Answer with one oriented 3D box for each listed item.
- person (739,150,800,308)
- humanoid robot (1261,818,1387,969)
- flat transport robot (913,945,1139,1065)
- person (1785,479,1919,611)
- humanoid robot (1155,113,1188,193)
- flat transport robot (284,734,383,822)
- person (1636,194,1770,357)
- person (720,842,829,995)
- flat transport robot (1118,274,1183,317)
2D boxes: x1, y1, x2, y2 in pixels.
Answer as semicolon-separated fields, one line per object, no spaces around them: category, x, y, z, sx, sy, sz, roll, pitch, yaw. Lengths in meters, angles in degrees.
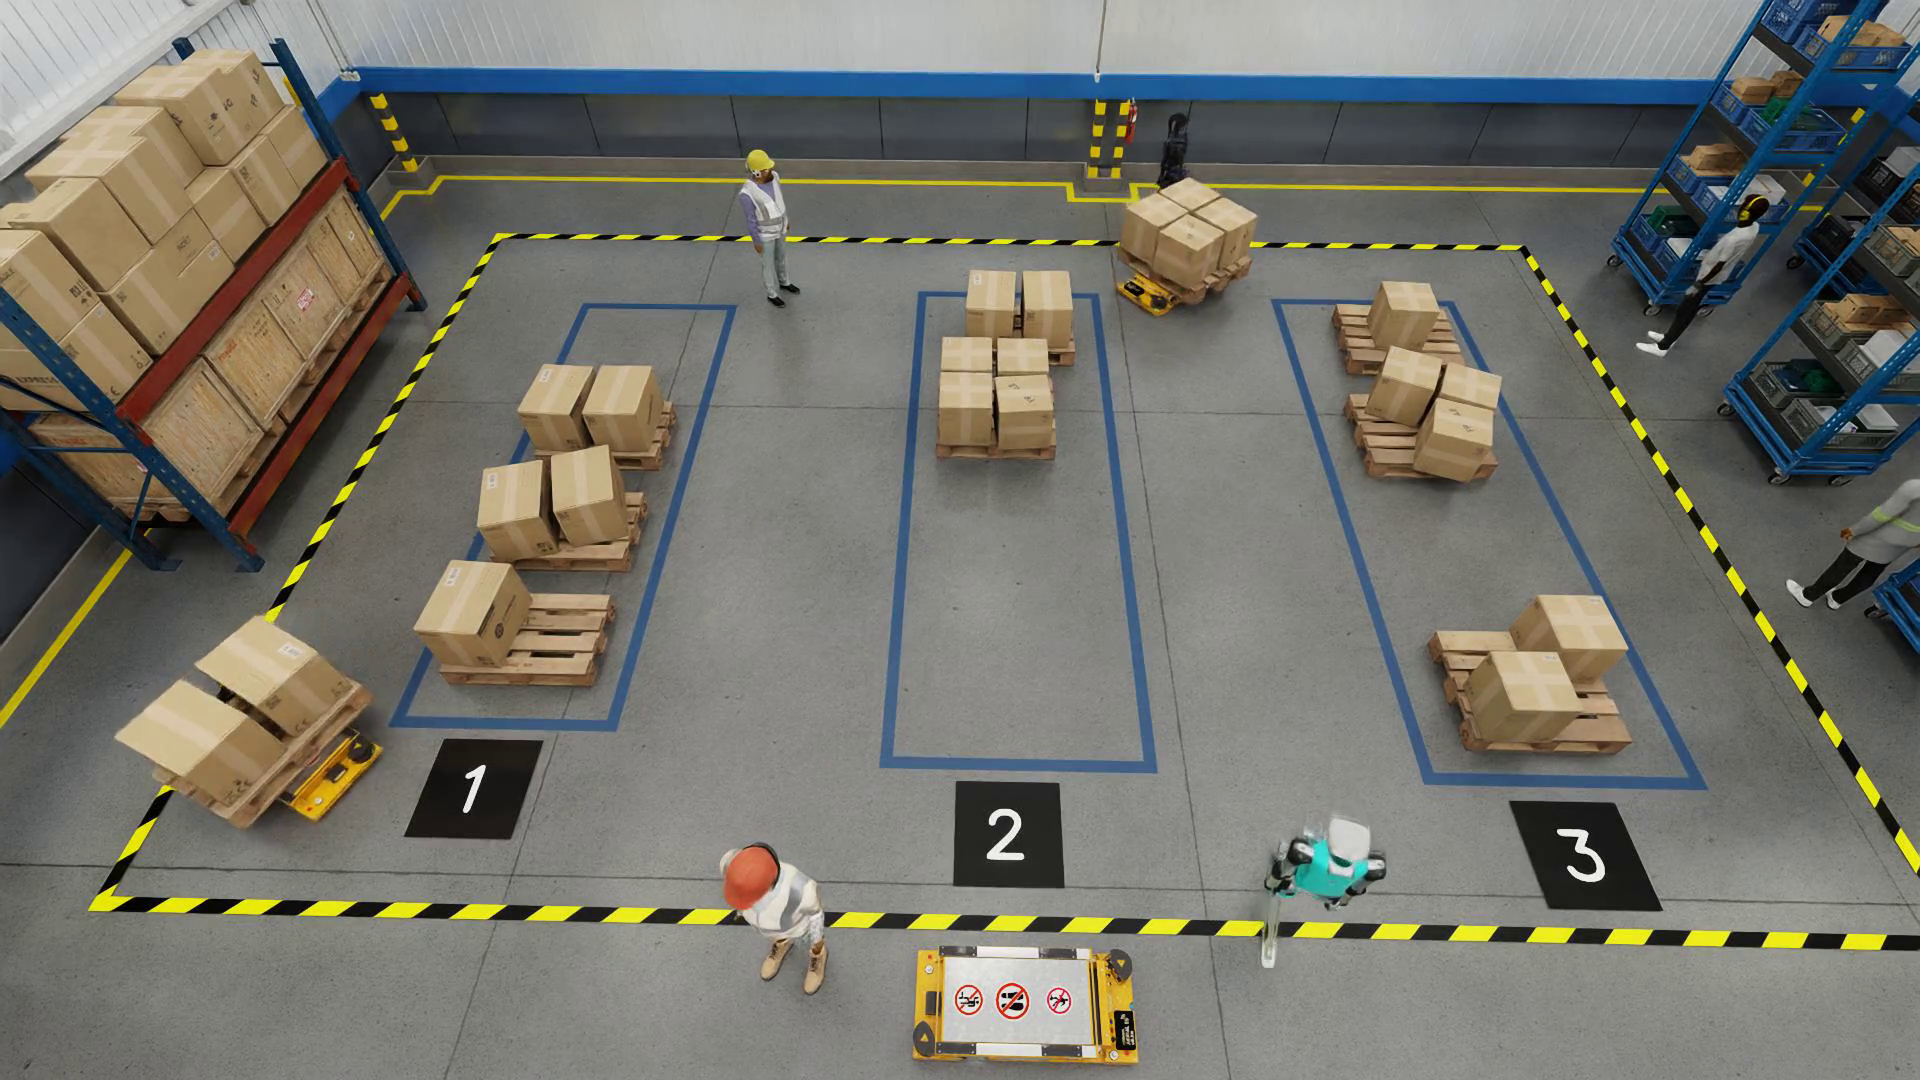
person;-2.131;-3.505;10.331;0.404;1.834;0.599;24;55;18
humanoid robot;2.239;2.008;5.935;0.531;1.784;1.018;10;52;8
flat transport robot;0.422;3.041;6.007;1.431;0.231;0.659;1;51;1
person;7.639;-0.076;7.528;0.587;1.849;0.395;9;51;7
humanoid robot;2.505;-4.351;11.145;0.738;1.629;0.611;-7;51;-6
flat transport robot;-5.326;1.601;7.163;1.431;0.197;0.652;19;53;15
person;7.901;-2.776;9.720;0.515;1.865;0.327;-32;58;-24
person;-1.093;2.279;5.492;0.604;2.033;0.388;15;52;12
flat transport robot;2.655;-3.207;11.082;1.431;0.197;0.652;-32;58;-24
